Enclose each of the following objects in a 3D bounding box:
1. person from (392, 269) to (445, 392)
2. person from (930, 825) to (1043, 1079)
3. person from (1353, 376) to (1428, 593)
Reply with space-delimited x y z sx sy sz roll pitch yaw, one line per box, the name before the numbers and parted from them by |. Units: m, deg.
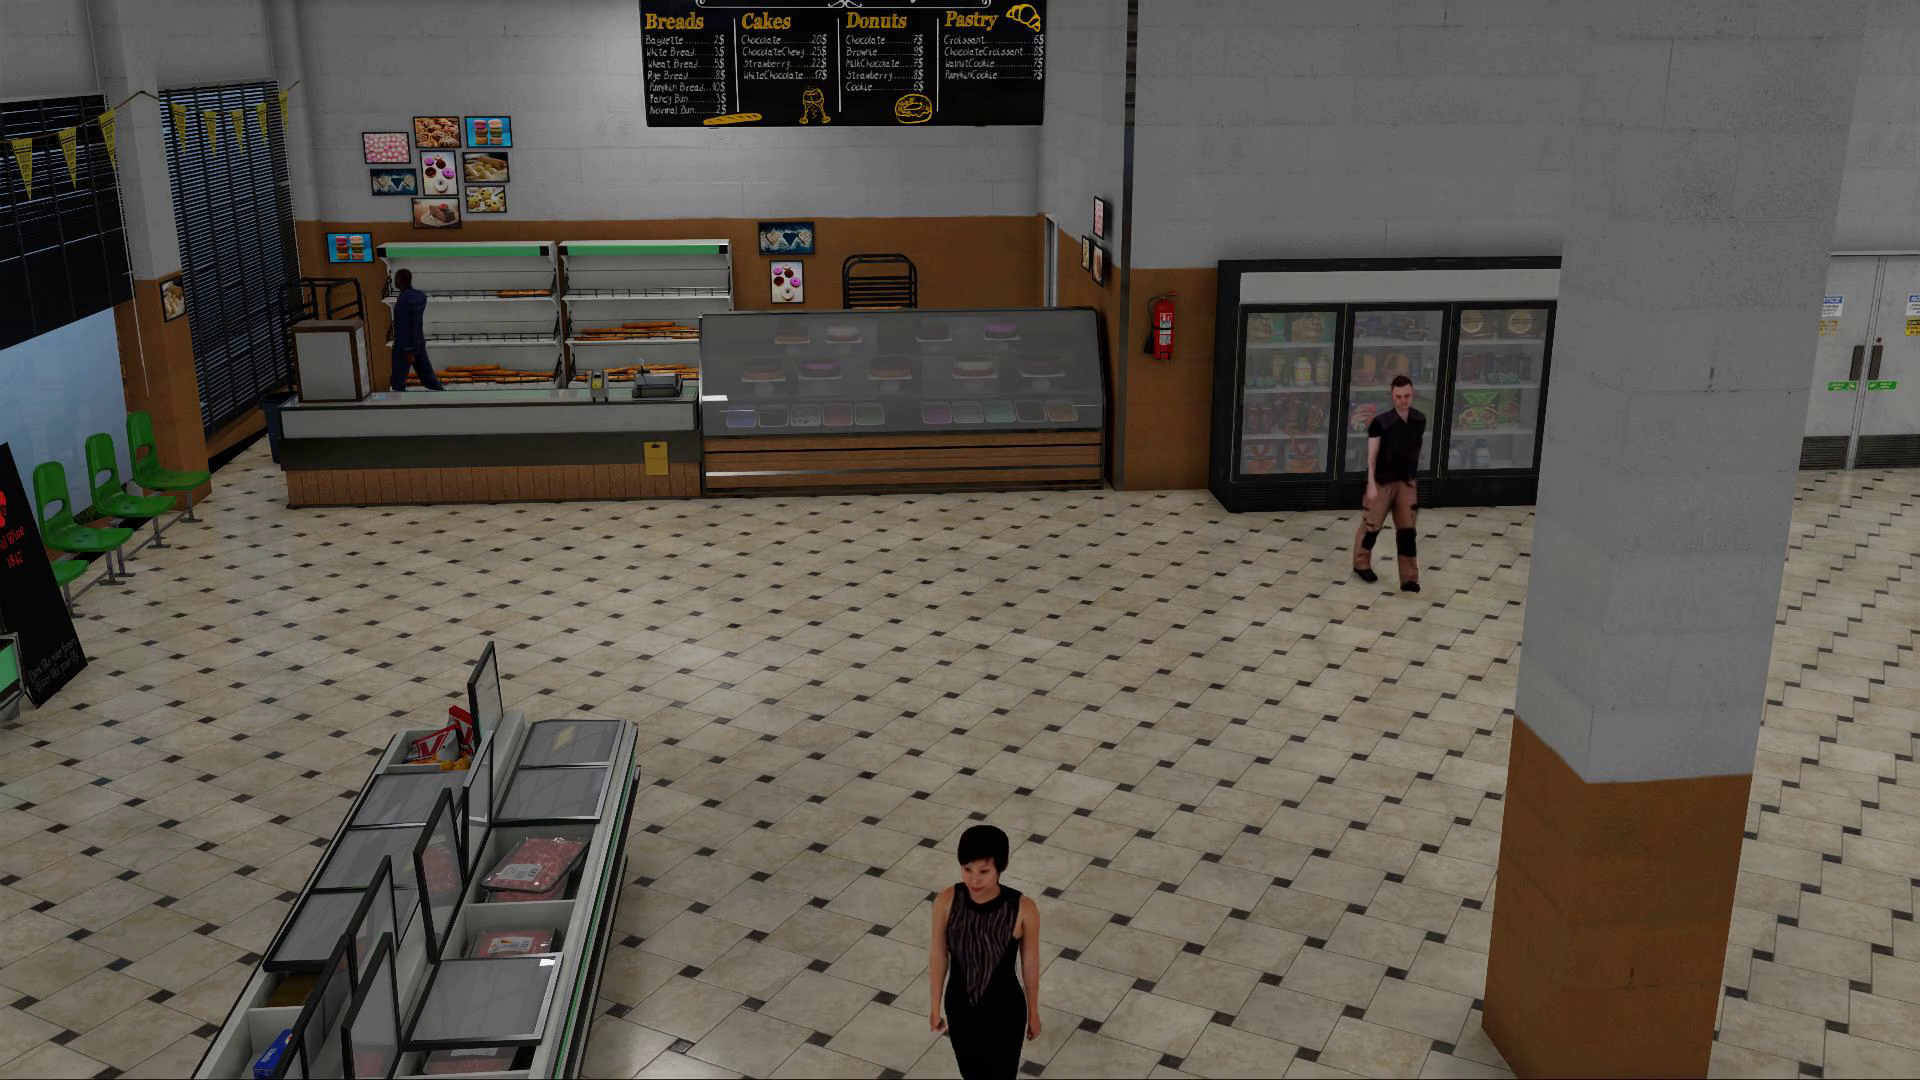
person | -6.324 -2.241 19.422 1.037 1.777 1.220 5 18 16
person | 0.115 1.801 6.466 0.826 1.570 1.088 5 18 16
person | 3.498 -0.488 13.618 0.763 1.795 1.106 -5 18 -17
